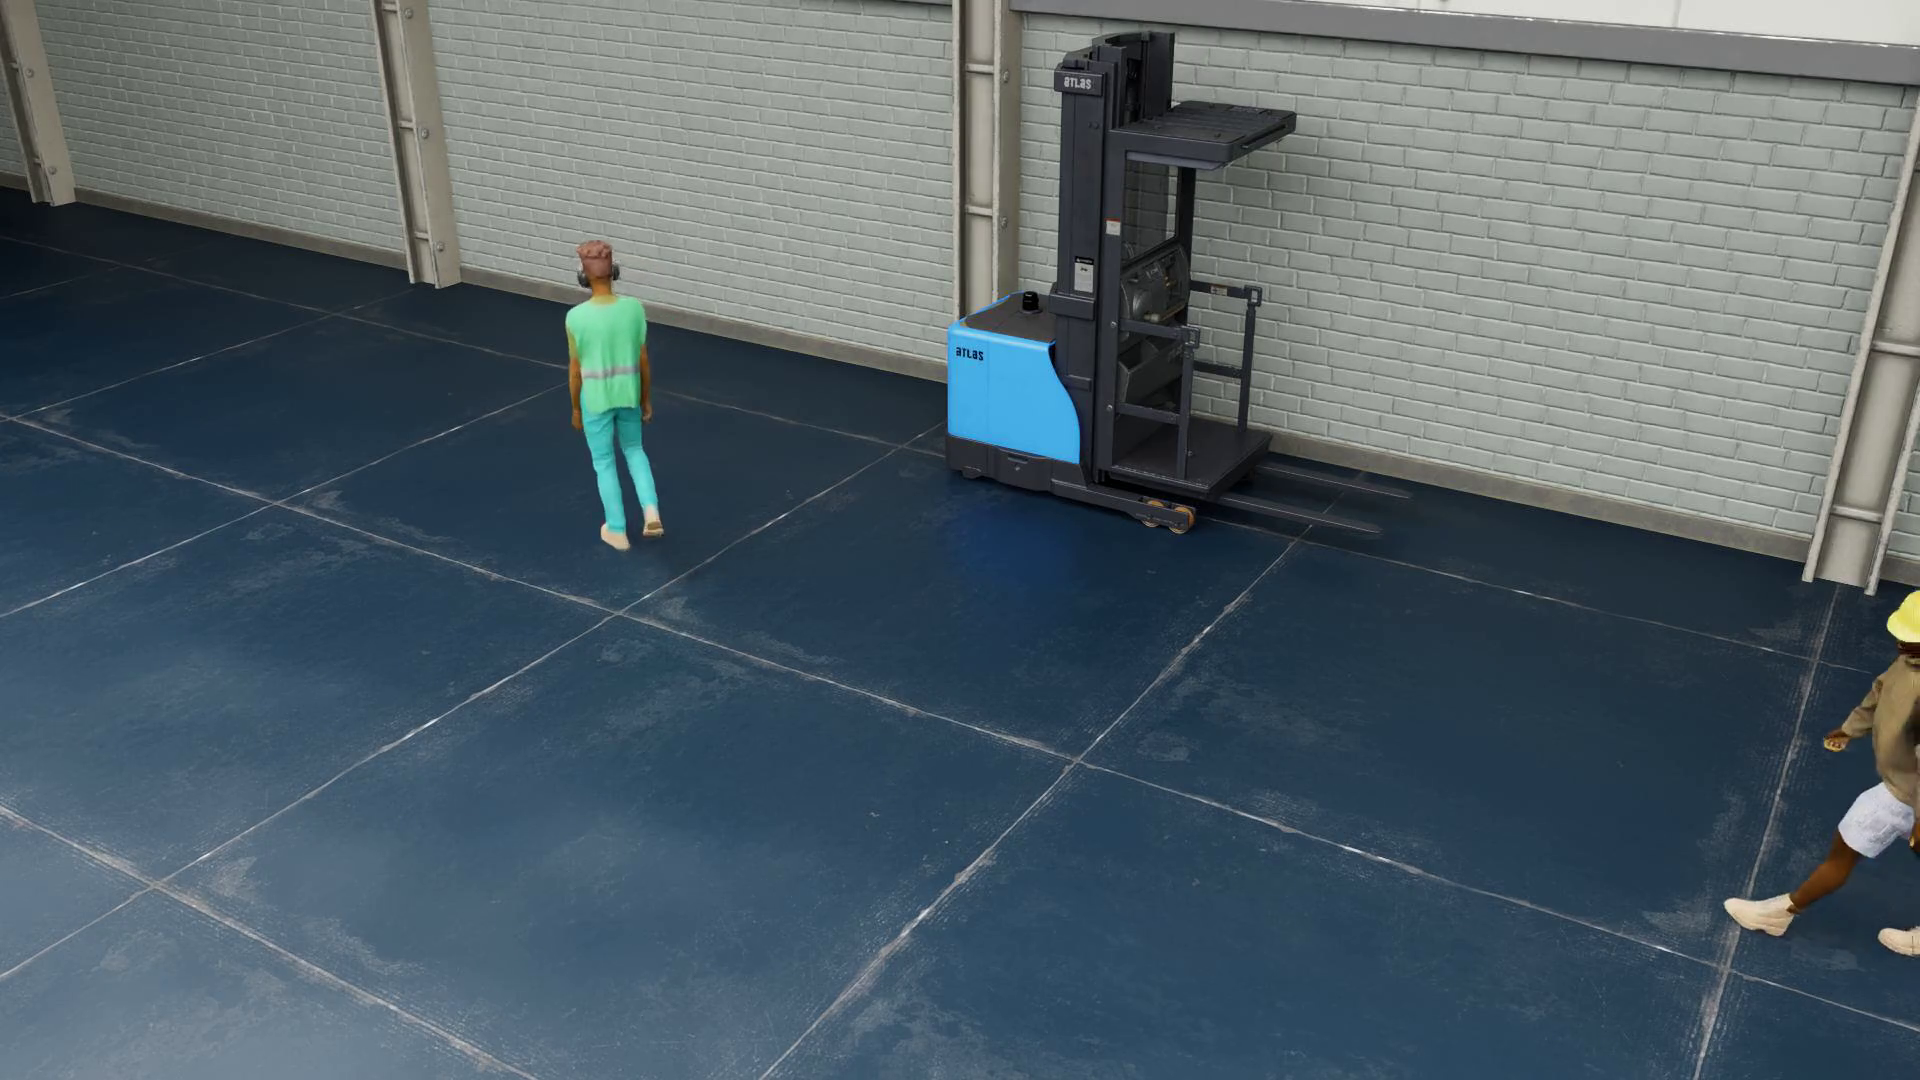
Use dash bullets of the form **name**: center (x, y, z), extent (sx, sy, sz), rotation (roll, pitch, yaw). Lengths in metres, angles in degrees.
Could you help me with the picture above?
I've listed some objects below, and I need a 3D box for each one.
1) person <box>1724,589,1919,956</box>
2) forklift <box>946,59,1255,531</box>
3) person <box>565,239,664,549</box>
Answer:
- **person**: center (3.693, 0.920, 6.618), extent (0.884, 1.704, 0.590), rotation (11, 27, 21)
- **forklift**: center (0.933, -1.707, 10.833), extent (1.873, 2.768, 1.129), rotation (15, 29, 28)
- **person**: center (-2.109, -0.851, 10.072), extent (0.488, 1.965, 0.471), rotation (-15, 29, -29)
